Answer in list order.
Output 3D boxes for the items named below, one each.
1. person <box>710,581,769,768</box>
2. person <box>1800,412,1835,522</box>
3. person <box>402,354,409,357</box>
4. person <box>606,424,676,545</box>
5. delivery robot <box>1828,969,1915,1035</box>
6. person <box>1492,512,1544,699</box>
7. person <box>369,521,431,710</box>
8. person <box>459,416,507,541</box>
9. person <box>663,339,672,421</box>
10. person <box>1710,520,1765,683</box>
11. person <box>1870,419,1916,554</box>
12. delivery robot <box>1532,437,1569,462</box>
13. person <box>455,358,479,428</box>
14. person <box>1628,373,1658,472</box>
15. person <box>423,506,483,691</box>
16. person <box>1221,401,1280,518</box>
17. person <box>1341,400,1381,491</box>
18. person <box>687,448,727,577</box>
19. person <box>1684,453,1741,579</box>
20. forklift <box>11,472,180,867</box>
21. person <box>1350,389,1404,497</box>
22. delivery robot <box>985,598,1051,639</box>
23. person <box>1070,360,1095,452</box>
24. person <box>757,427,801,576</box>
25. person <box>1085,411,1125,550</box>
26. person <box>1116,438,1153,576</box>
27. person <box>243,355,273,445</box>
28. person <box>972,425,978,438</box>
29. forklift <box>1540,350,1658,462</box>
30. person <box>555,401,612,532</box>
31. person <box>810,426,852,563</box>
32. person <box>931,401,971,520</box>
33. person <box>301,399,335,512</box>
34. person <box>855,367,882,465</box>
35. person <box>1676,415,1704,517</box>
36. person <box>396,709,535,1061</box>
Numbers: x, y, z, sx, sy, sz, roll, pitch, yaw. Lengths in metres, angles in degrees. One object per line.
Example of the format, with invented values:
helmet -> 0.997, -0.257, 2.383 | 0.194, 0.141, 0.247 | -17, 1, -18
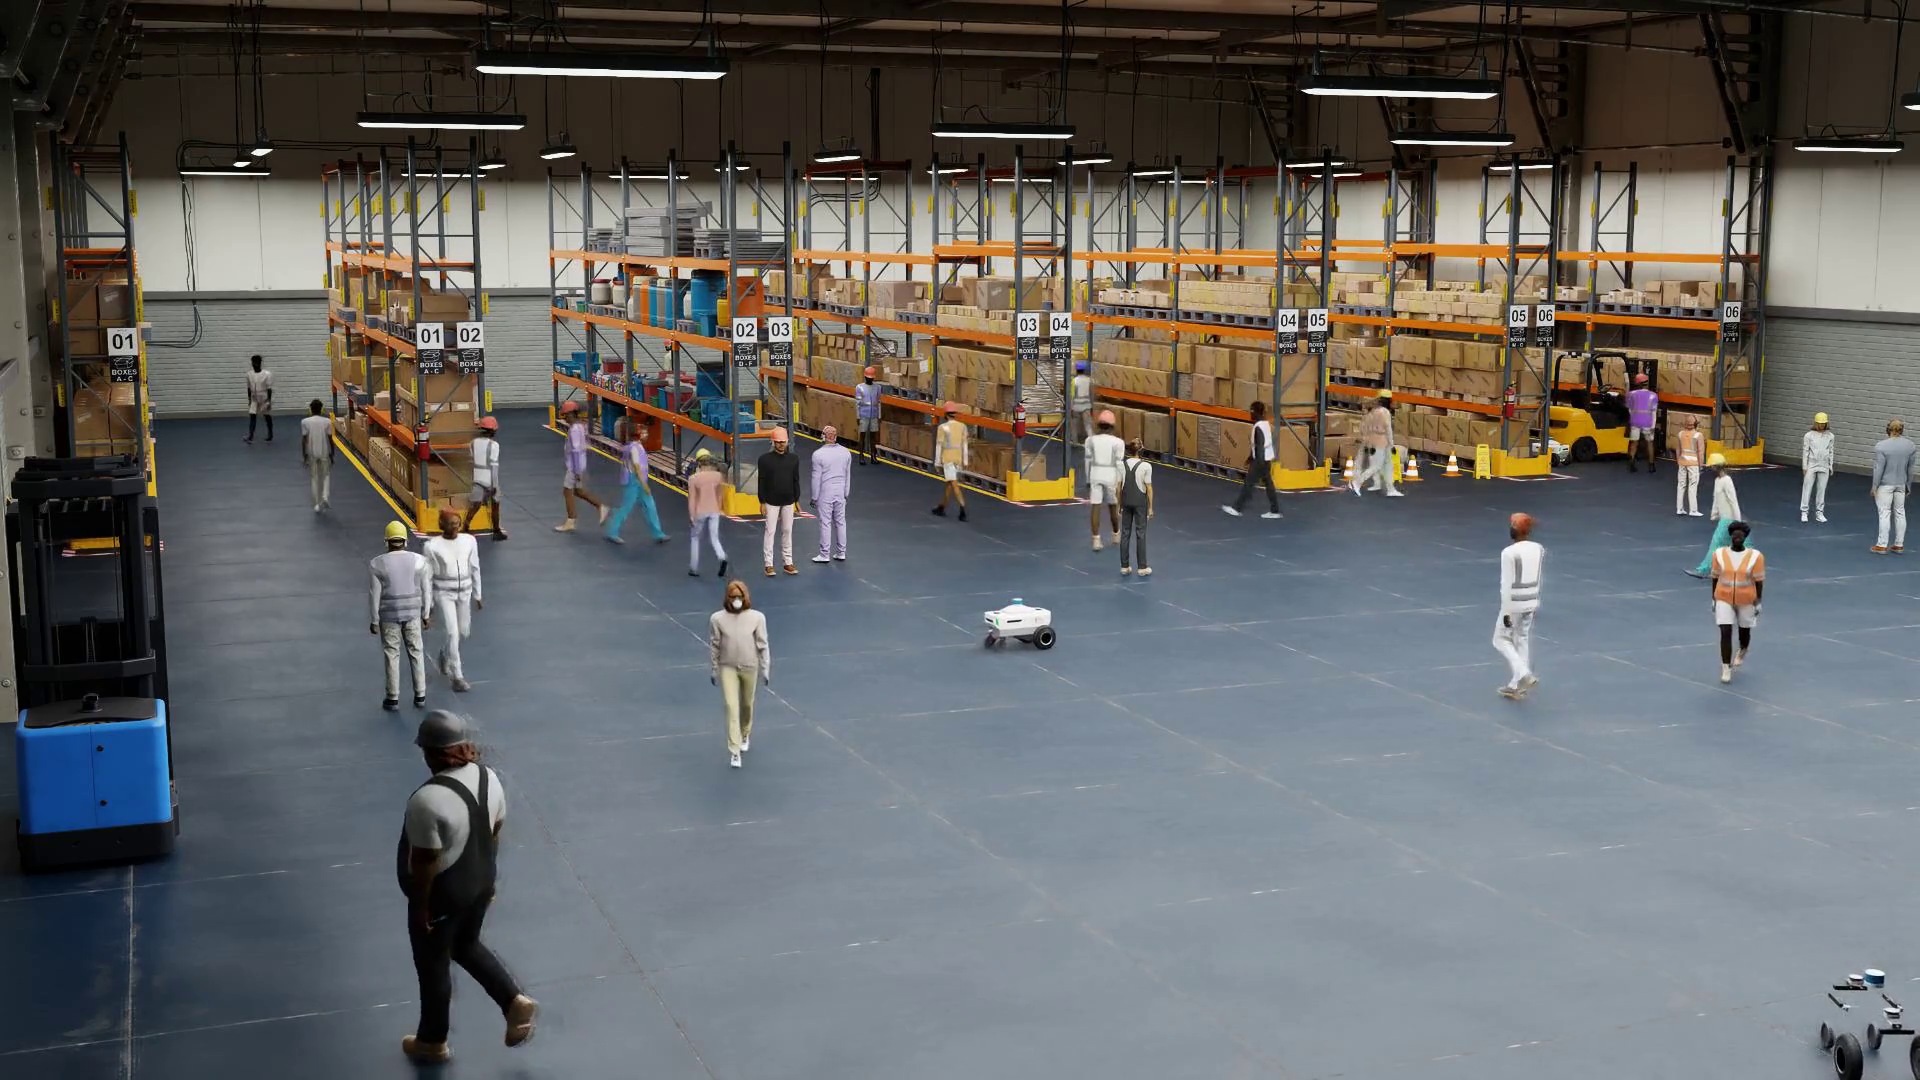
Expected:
person -> -1.943, 1.128, 18.451 | 0.508, 1.601, 0.823 | -1, 9, -9
person -> 13.608, -1.156, 33.198 | 0.490, 1.743, 0.324 | 0, 9, 1
person -> -12.503, -3.306, 47.350 | 0.590, 1.803, 0.458 | -4, 9, -25
person -> -4.756, -0.824, 30.838 | 1.007, 1.797, 0.567 | 1, 9, 4
delivery robot -> 5.085, 2.513, 11.652 | 0.335, 0.223, 0.698 | 0, 8, 2
person -> 5.540, 0.657, 20.698 | 0.580, 1.869, 0.475 | -5, 10, -31
person -> -5.454, 0.724, 20.370 | 0.599, 1.830, 0.403 | -5, 10, -29
person -> -7.065, -0.884, 30.959 | 0.564, 1.898, 0.935 | 4, 10, 26
person -> -6.982, -3.887, 50.616 | 0.406, 1.986, 0.618 | 3, 9, 21
person -> 8.045, 0.607, 21.698 | 0.532, 1.680, 0.650 | 4, 9, 24
person -> 13.340, -0.771, 29.983 | 0.638, 1.938, 0.356 | -2, 9, -11
delivery robot -> 11.606, -1.783, 41.156 | 0.477, 0.478, 0.707 | -6, 11, -37
person -> -11.422, -3.603, 48.684 | 0.614, 1.994, 0.381 | -2, 9, -12
person -> 12.978, -2.226, 39.831 | 0.547, 1.896, 0.631 | 4, 9, 24
person -> -5.204, 0.563, 21.354 | 0.573, 1.862, 0.808 | -7, 11, -39
person -> 4.719, -1.294, 33.697 | 0.986, 1.870, 0.591 | 4, 9, 23
person -> 7.105, -1.660, 36.987 | 0.771, 1.602, 0.523 | -1, 9, -5
person -> -3.364, -0.353, 27.940 | 0.522, 1.719, 0.695 | -4, 9, -26
person -> 10.144, -0.299, 27.683 | 0.986, 1.685, 0.529 | 2, 9, 12
forklift -> -6.630, 0.886, 15.957 | 1.129, 2.768, 1.873 | -3, 9, -21
person -> 7.227, -1.675, 36.208 | 0.877, 1.886, 0.618 | 0, 9, 2
delivery robot -> 0.640, 0.895, 23.301 | 0.707, 0.478, 0.477 | -4, 9, -24
person -> 2.531, -2.754, 43.290 | 0.615, 1.923, 0.886 | -3, 9, -18
person -> -2.425, -0.523, 28.149 | 0.612, 1.995, 0.377 | -5, 10, -28
person -> 2.115, -0.873, 30.455 | 0.607, 1.992, 1.052 | 2, 9, 14
person -> 2.349, -0.449, 28.150 | 0.517, 1.843, 0.326 | 4, 10, 27
person -> -15.085, -3.013, 45.028 | 0.633, 1.900, 1.048 | 1, 9, 9
person -> 0.408, -3.134, 46.166 | 0.633, 1.813, 0.759 | -3, 9, -20
forklift -> 12.897, -2.725, 42.309 | 2.313, 2.155, 1.214 | -3, 9, -21
person -> -5.822, -1.141, 32.293 | 0.781, 2.003, 0.648 | 0, 9, -1
person -> -1.826, -0.641, 29.227 | 0.641, 1.908, 0.407 | -7, 11, -39
person -> -0.123, -1.284, 33.589 | 0.552, 1.892, 1.016 | -7, 11, -40
person -> -10.562, -1.394, 34.454 | 0.526, 1.851, 0.431 | -2, 9, -15
person -> -1.786, -2.449, 41.210 | 0.542, 1.930, 0.367 | -3, 9, -22
person -> 11.800, -1.203, 33.852 | 0.312, 1.642, 0.512 | -5, 10, -31
person -> -2.806, 1.942, 11.701 | 0.724, 2.000, 0.697 | 4, 9, 25
